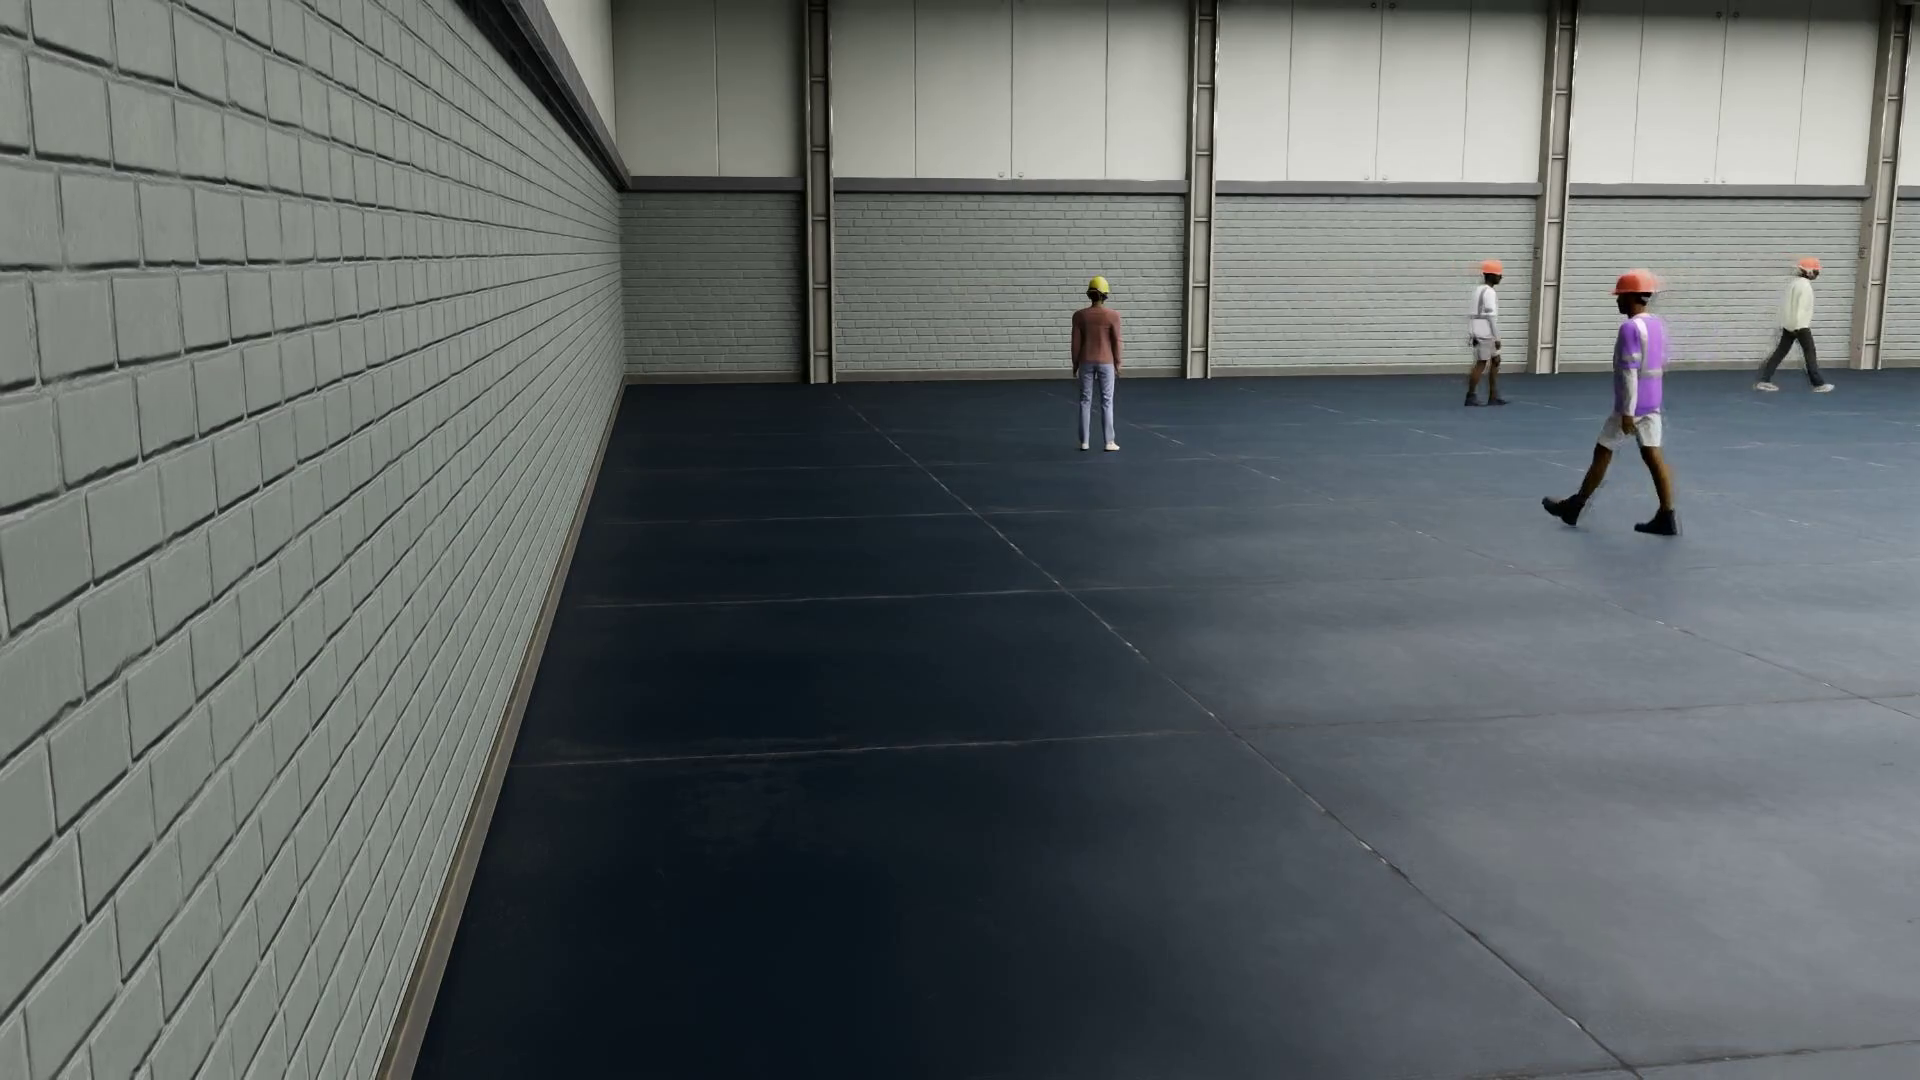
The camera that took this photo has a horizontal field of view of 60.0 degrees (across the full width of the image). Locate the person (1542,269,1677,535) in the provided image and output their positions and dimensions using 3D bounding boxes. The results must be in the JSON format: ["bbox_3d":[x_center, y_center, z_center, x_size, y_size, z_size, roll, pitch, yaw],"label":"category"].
[{"bbox_3d":[4.788,-0.998,12.030,0.570,1.883,0.987,-9,13,-42],"label":"person"}]

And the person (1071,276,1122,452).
[{"bbox_3d":[1.388,-1.777,16.864,0.523,1.769,0.324,4,11,20],"label":"person"}]

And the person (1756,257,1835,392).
[{"bbox_3d":[12.052,-3.085,23.932,1.023,1.945,0.614,1,10,5],"label":"person"}]

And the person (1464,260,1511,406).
[{"bbox_3d":[6.961,-2.680,21.659,0.780,1.904,0.563,1,10,5],"label":"person"}]
